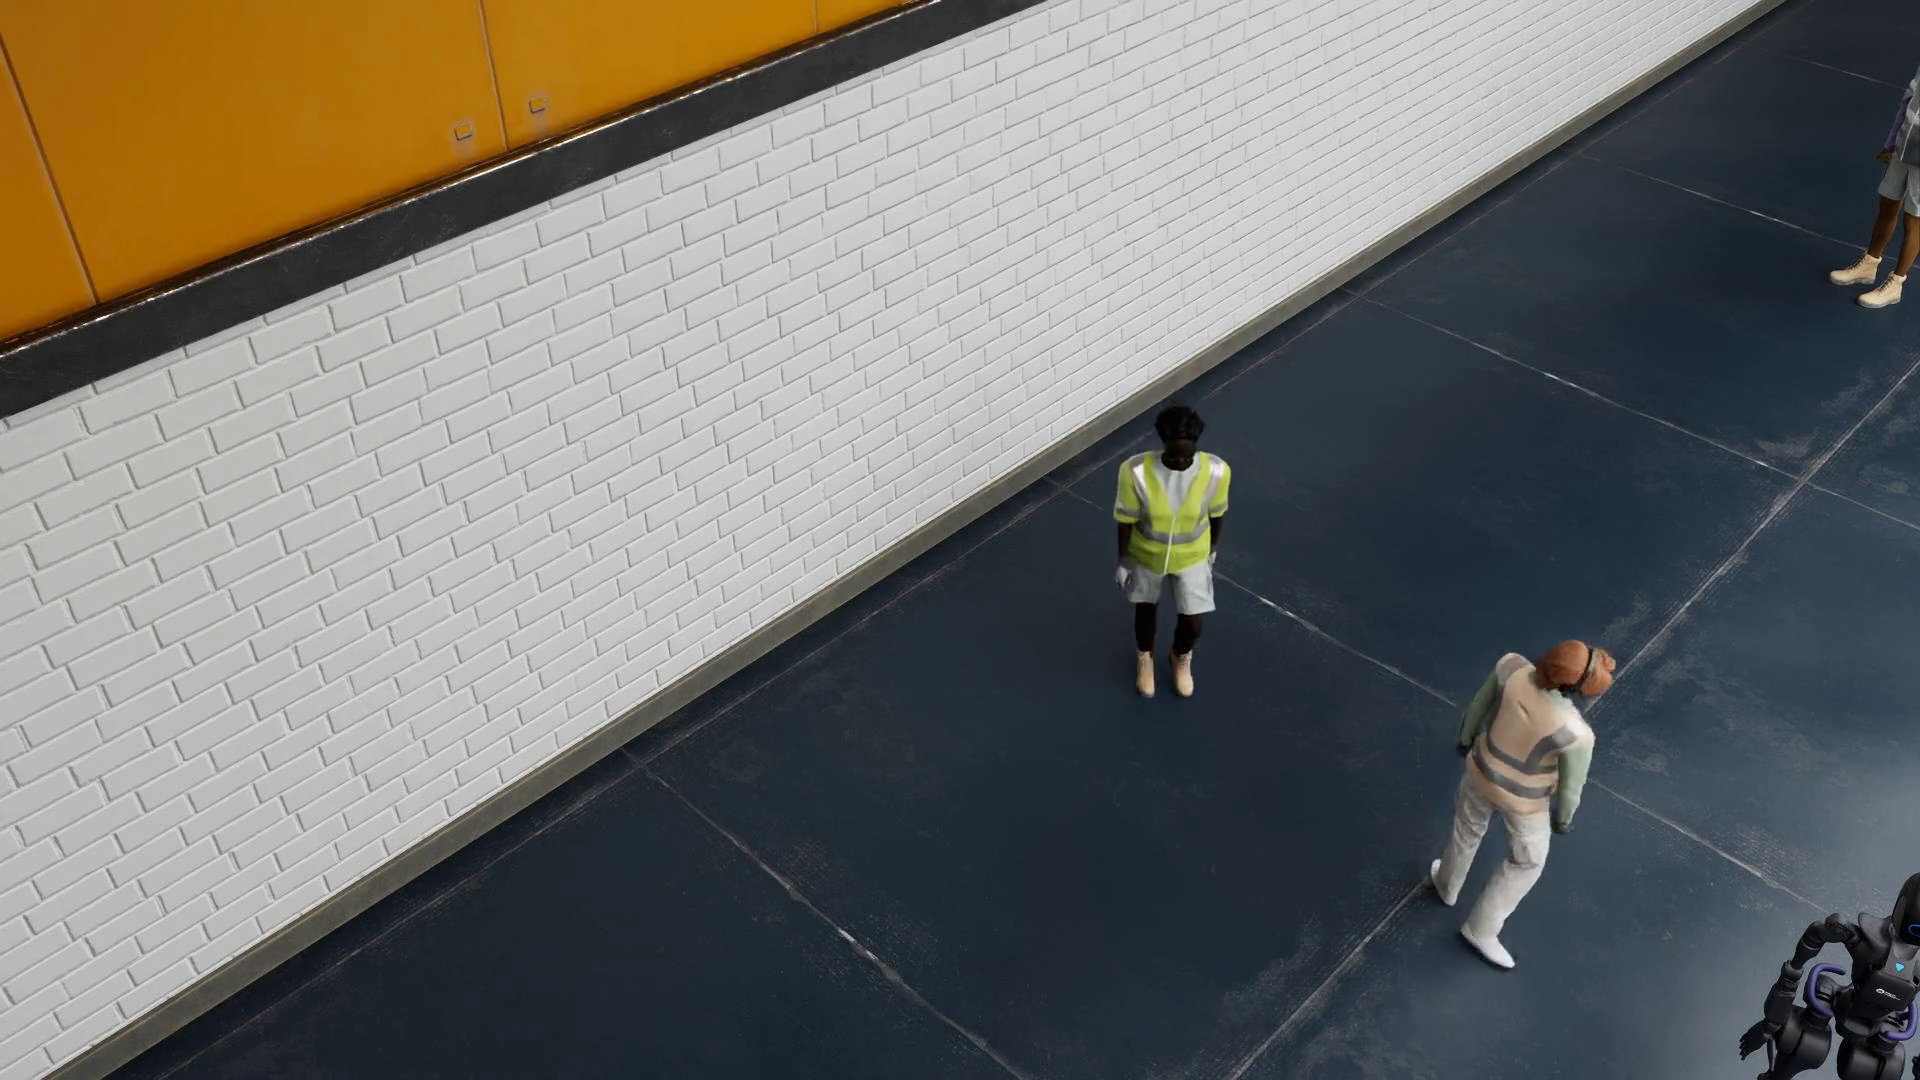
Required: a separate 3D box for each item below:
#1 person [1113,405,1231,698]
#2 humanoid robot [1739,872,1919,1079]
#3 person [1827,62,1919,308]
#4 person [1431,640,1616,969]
[{"bbox_3d":[0.953,0.082,7.683,0.519,1.679,0.408,3,39,4],"label":"person"},{"bbox_3d":[3.020,1.701,5.654,0.599,1.657,0.315,17,42,20],"label":"humanoid robot"},{"bbox_3d":[6.073,-2.437,10.558,0.400,2.028,0.612,-7,39,-9],"label":"person"},{"bbox_3d":[2.187,0.974,6.624,0.322,1.616,0.609,-21,43,-24],"label":"person"}]
